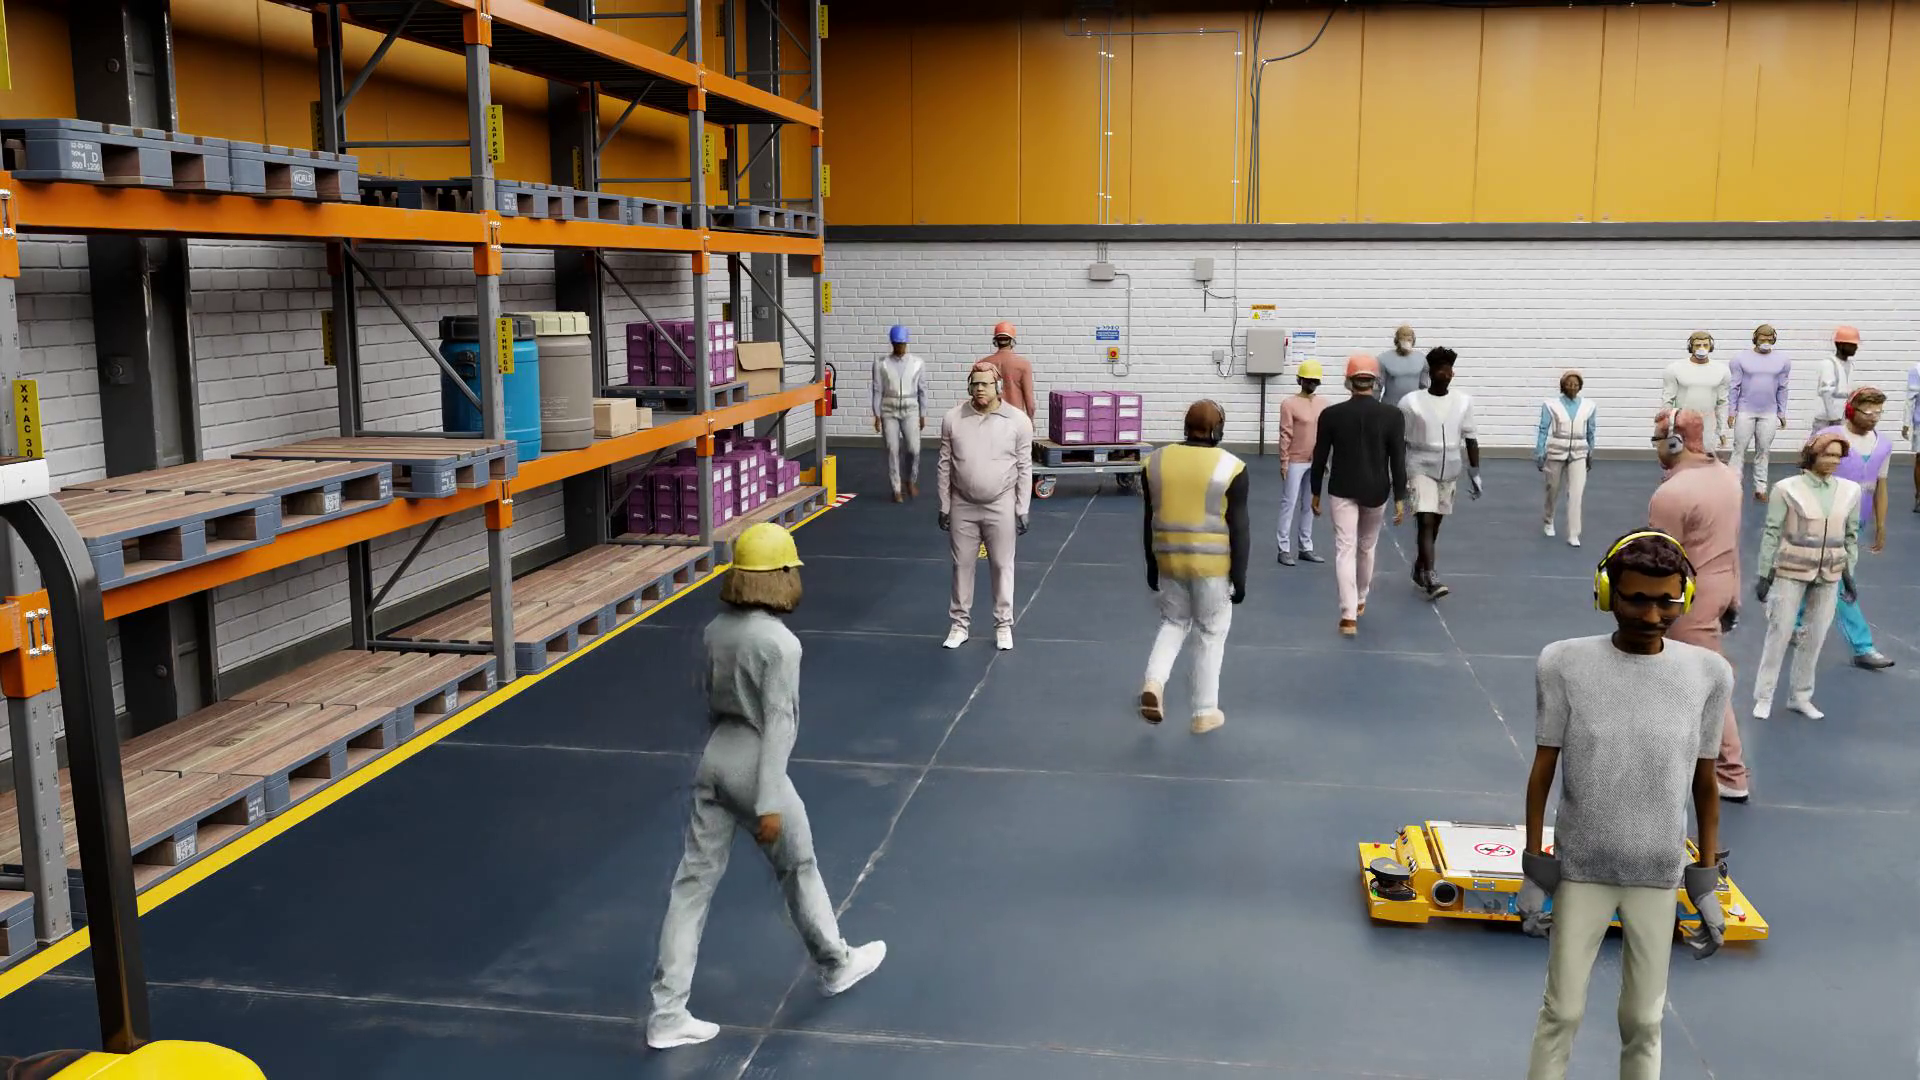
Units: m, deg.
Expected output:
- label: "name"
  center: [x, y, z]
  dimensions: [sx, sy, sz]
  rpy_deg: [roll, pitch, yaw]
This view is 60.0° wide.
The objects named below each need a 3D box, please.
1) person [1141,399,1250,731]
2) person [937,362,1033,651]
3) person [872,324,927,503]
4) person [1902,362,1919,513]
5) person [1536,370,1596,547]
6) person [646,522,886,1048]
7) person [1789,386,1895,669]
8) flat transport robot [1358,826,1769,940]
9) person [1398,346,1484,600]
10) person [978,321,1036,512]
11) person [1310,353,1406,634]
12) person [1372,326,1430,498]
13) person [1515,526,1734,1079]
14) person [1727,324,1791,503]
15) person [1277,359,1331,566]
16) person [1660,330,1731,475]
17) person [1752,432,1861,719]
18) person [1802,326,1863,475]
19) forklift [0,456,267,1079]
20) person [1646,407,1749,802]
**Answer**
- label: "person"
  center: [1.256, 0.153, 8.984]
  dimensions: [0.625, 1.821, 0.527]
  rpy_deg: [6, 11, 32]
- label: "person"
  center: [0.155, -0.219, 11.005]
  dimensions: [0.639, 1.910, 0.406]
  rpy_deg: [2, 9, 10]
- label: "person"
  center: [-0.648, -1.361, 17.975]
  dimensions: [0.596, 1.931, 0.435]
  rpy_deg: [-1, 9, -8]
- label: "person"
  center: [9.988, -1.201, 17.056]
  dimensions: [0.569, 1.917, 0.624]
  rpy_deg: [5, 10, 28]
- label: "person"
  center: [5.601, -0.780, 15.418]
  dimensions: [0.530, 1.599, 0.848]
  rpy_deg: [1, 9, 8]
- label: "person"
  center: [-0.675, 0.783, 5.494]
  dimensions: [0.496, 1.678, 0.958]
  rpy_deg: [9, 13, 43]
- label: "person"
  center: [5.674, -0.105, 10.714]
  dimensions: [0.605, 1.788, 1.006]
  rpy_deg: [-3, 10, -17]
- label: "flat transport robot"
  center: [2.325, 1.321, 6.541]
  dimensions: [1.431, 0.197, 0.652]
  rpy_deg: [1, 9, 9]
- label: "person"
  center: [3.684, -0.500, 12.716]
  dimensions: [0.622, 1.908, 0.974]
  rpy_deg: [-1, 9, -8]
- label: "person"
  center: [0.473, -1.252, 17.141]
  dimensions: [0.618, 1.988, 0.399]
  rpy_deg: [3, 10, 21]
- label: "person"
  center: [2.793, -0.344, 11.721]
  dimensions: [0.642, 1.927, 1.081]
  rpy_deg: [1, 9, 8]
- label: "person"
  center: [4.874, -1.400, 18.431]
  dimensions: [0.651, 1.895, 0.731]
  rpy_deg: [0, 9, 1]
- label: "person"
  center: [1.723, 0.887, 4.326]
  dimensions: [0.521, 1.865, 0.328]
  rpy_deg: [2, 9, 10]
- label: "person"
  center: [8.609, -1.360, 17.965]
  dimensions: [0.627, 1.935, 0.371]
  rpy_deg: [2, 9, 10]
- label: "person"
  center: [2.950, -0.663, 14.190]
  dimensions: [0.528, 1.765, 0.327]
  rpy_deg: [-5, 10, -27]
- label: "person"
  center: [7.096, -1.058, 16.084]
  dimensions: [0.627, 1.941, 0.371]
  rpy_deg: [2, 9, 10]
- label: "person"
  center: [4.699, 0.211, 9.267]
  dimensions: [0.568, 1.622, 0.315]
  rpy_deg: [0, 9, -1]
- label: "person"
  center: [9.559, -1.349, 18.002]
  dimensions: [0.564, 1.892, 0.945]
  rpy_deg: [-5, 10, -28]
- label: "forklift"
  center: [-2.328, 0.975, 2.765]
  dimensions: [2.313, 2.155, 1.214]
  rpy_deg: [1, 9, 9]
- label: "person"
  center: [3.404, 0.290, 8.029]
  dimensions: [0.654, 1.850, 0.997]
  rpy_deg: [-9, 13, -43]
